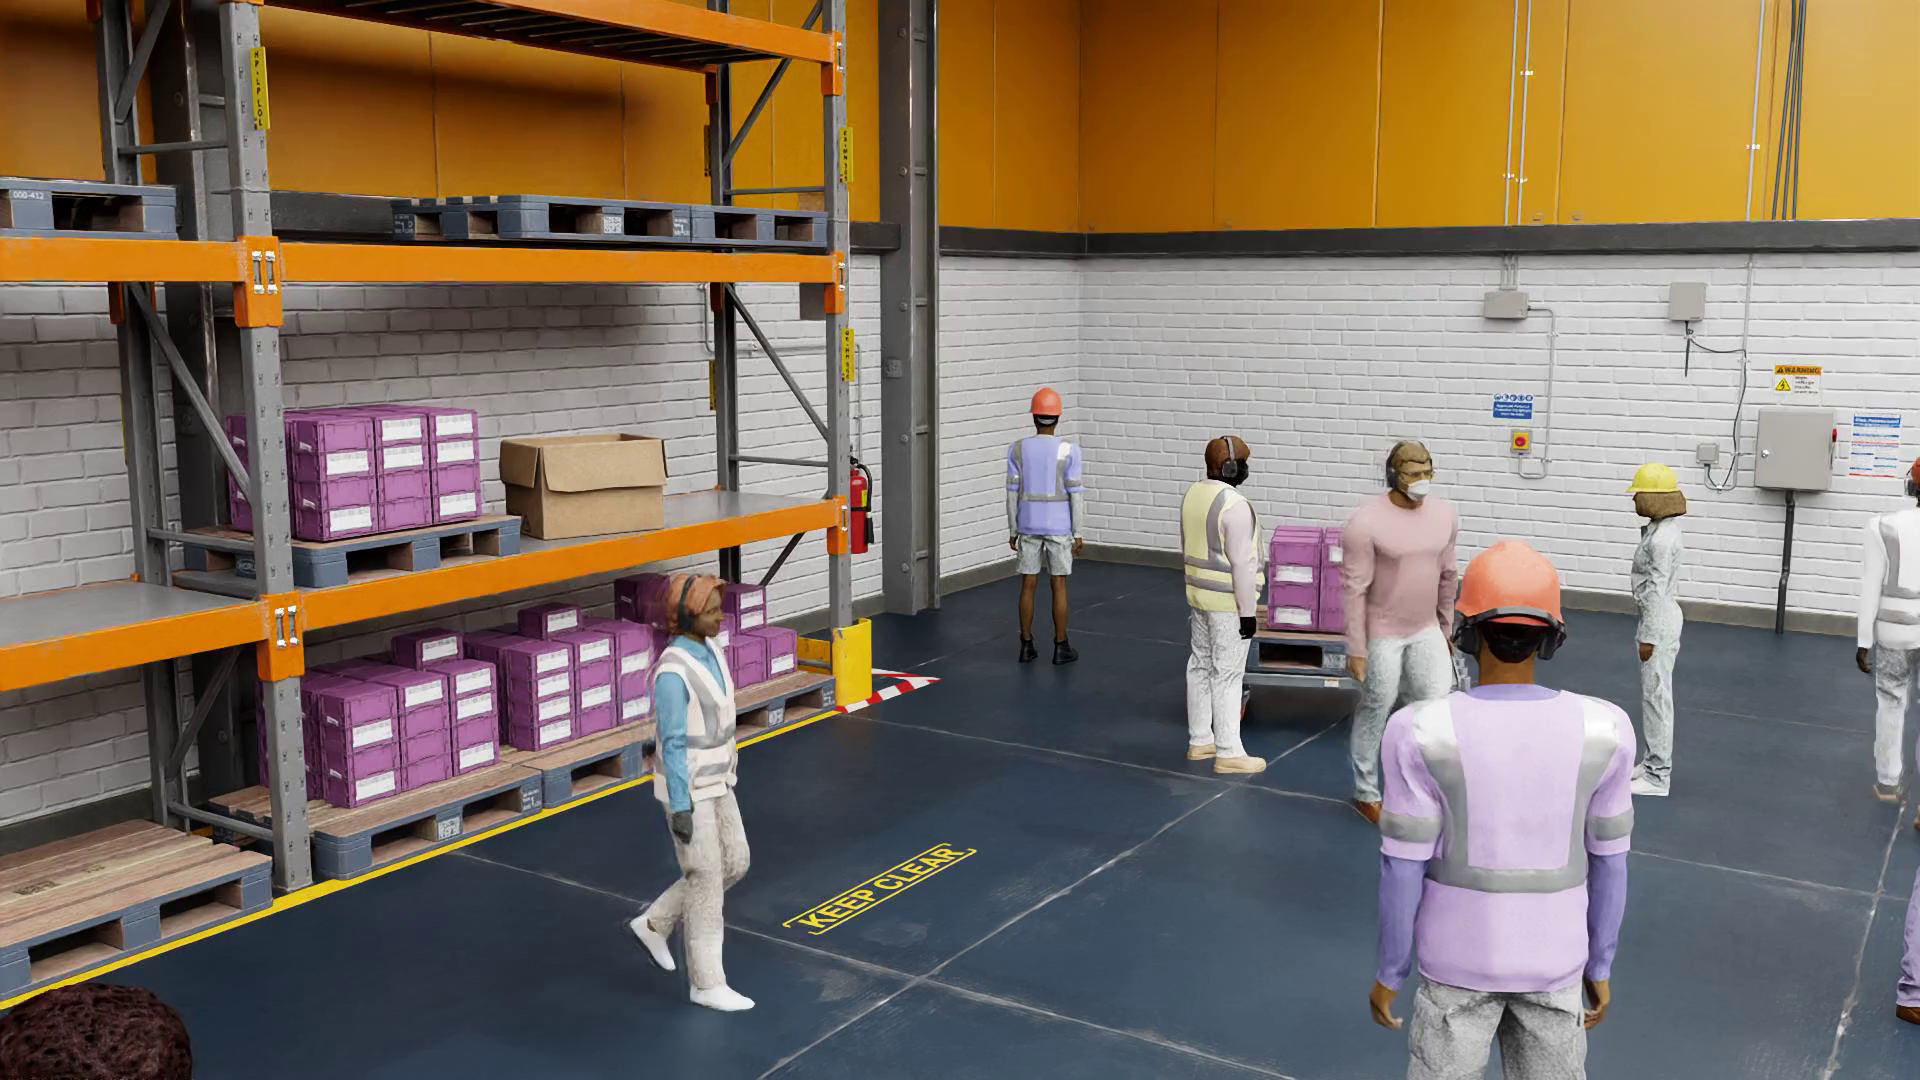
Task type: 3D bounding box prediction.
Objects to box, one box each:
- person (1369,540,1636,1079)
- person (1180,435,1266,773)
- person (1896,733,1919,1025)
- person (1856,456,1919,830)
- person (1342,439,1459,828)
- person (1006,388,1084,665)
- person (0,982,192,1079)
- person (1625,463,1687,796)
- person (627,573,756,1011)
[{"bbox_3d":[1.315,1.016,4.103,0.605,2.045,0.387,0,9,2],"label":"person"},{"bbox_3d":[1.448,0.346,9.115,0.429,1.844,0.627,-3,9,-21],"label":"person"},{"bbox_3d":[3.626,0.815,5.907,0.398,1.900,0.636,7,11,37],"label":"person"},{"bbox_3d":[4.756,0.489,8.215,0.580,1.846,0.950,4,10,26],"label":"person"},{"bbox_3d":[2.130,0.478,7.976,0.677,1.924,0.653,-3,9,-20],"label":"person"},{"bbox_3d":[0.602,-0.094,11.653,0.552,1.938,0.356,3,9,18],"label":"person"},{"bbox_3d":[-0.882,1.419,1.938,0.386,1.910,0.593,-4,10,-27],"label":"person"},{"bbox_3d":[3.607,0.461,8.705,0.321,1.738,0.484,4,10,24],"label":"person"},{"bbox_3d":[-0.995,0.917,6.100,0.448,1.625,0.537,1,9,9],"label":"person"}]
